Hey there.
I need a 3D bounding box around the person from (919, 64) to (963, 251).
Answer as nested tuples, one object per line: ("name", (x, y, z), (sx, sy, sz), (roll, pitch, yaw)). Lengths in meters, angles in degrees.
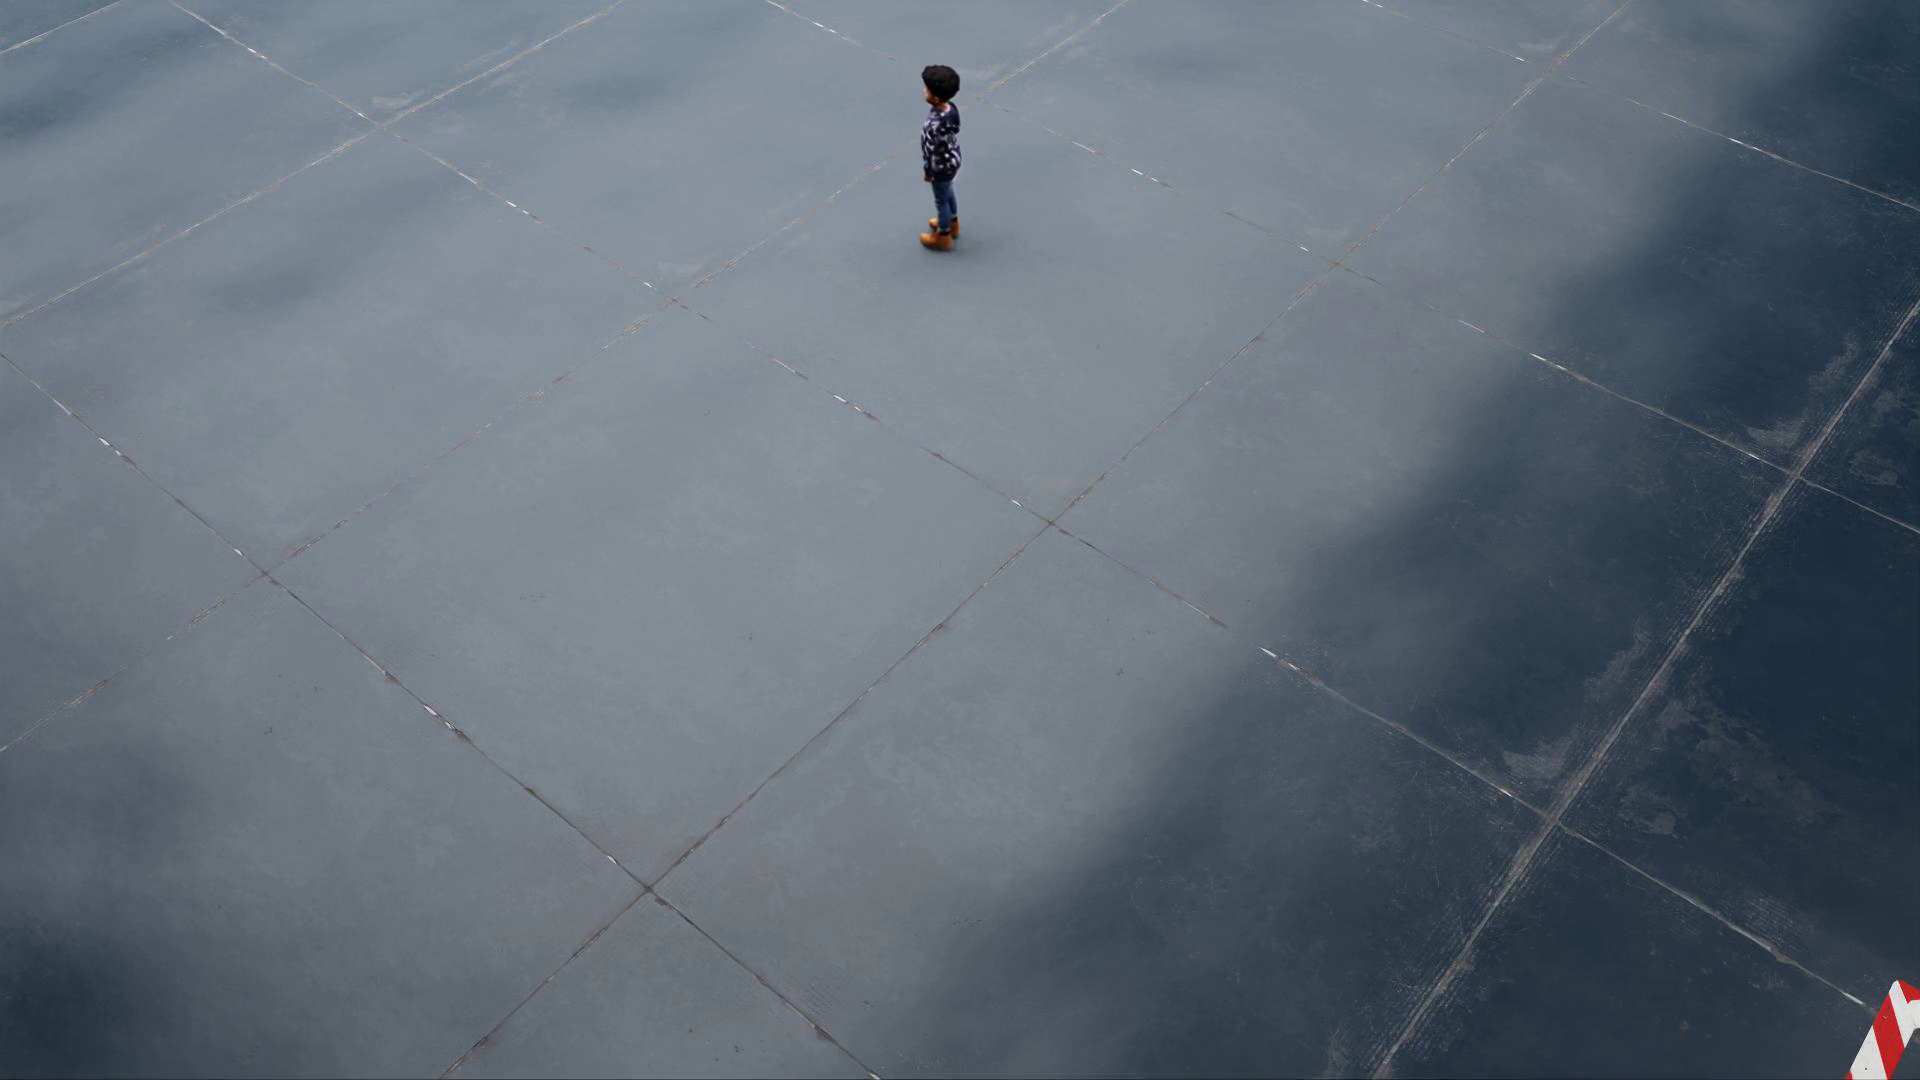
("person", (-0.109, -2.400, 10.434), (0.567, 1.248, 0.550), (13, 49, 11))
